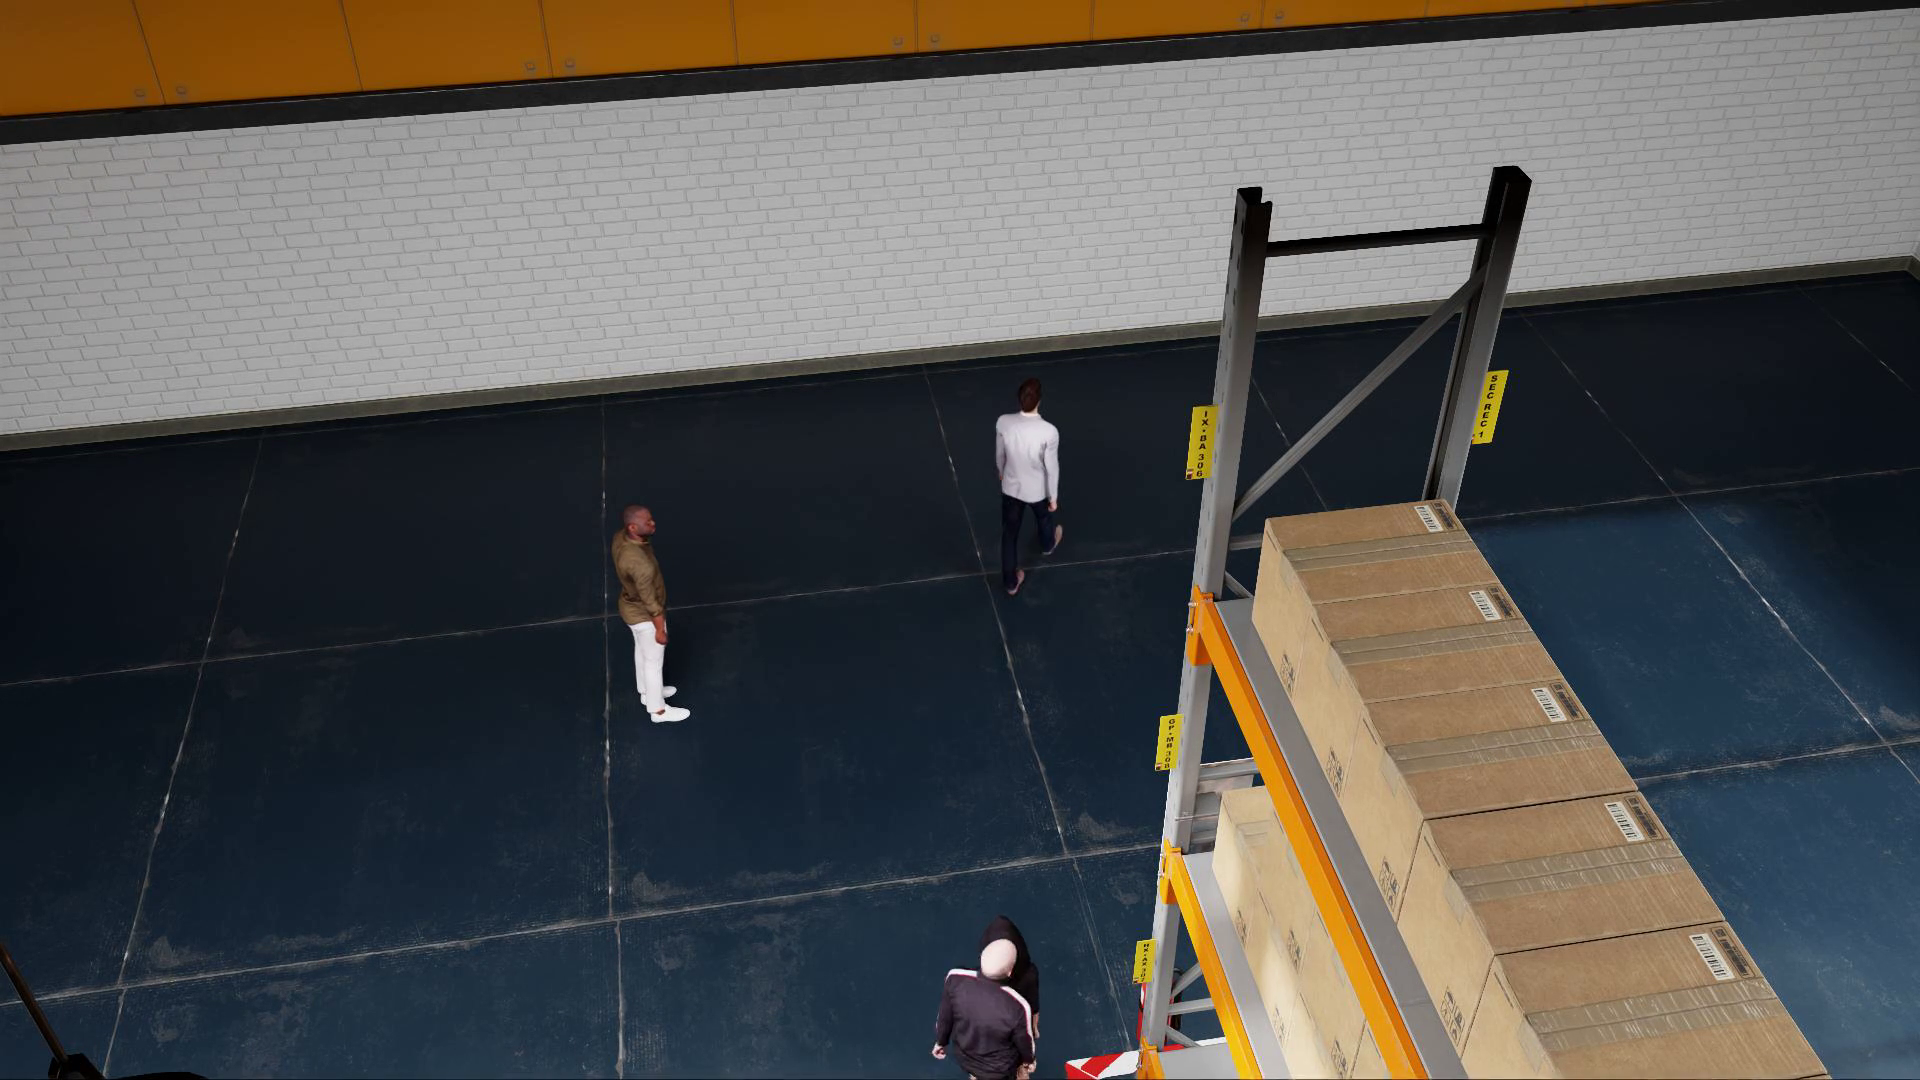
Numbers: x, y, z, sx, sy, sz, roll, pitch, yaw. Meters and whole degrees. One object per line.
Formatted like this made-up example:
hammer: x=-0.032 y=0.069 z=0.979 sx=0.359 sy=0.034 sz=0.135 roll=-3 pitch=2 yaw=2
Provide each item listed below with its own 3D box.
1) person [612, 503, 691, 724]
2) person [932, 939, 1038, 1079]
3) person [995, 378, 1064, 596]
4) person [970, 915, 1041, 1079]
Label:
person: x=-2.202 y=0.502 z=11.610 sx=0.832 sy=1.824 sz=0.616 roll=-16 pitch=41 yaw=-19
person: x=0.091 y=2.811 z=8.740 sx=1.087 sy=1.798 sz=1.192 roll=18 pitch=42 yaw=21
person: x=0.469 y=-0.353 z=12.685 sx=1.043 sy=1.819 sz=1.199 roll=14 pitch=41 yaw=17
person: x=0.201 y=2.676 z=8.905 sx=0.606 sy=1.803 sz=0.496 roll=-8 pitch=39 yaw=-10
